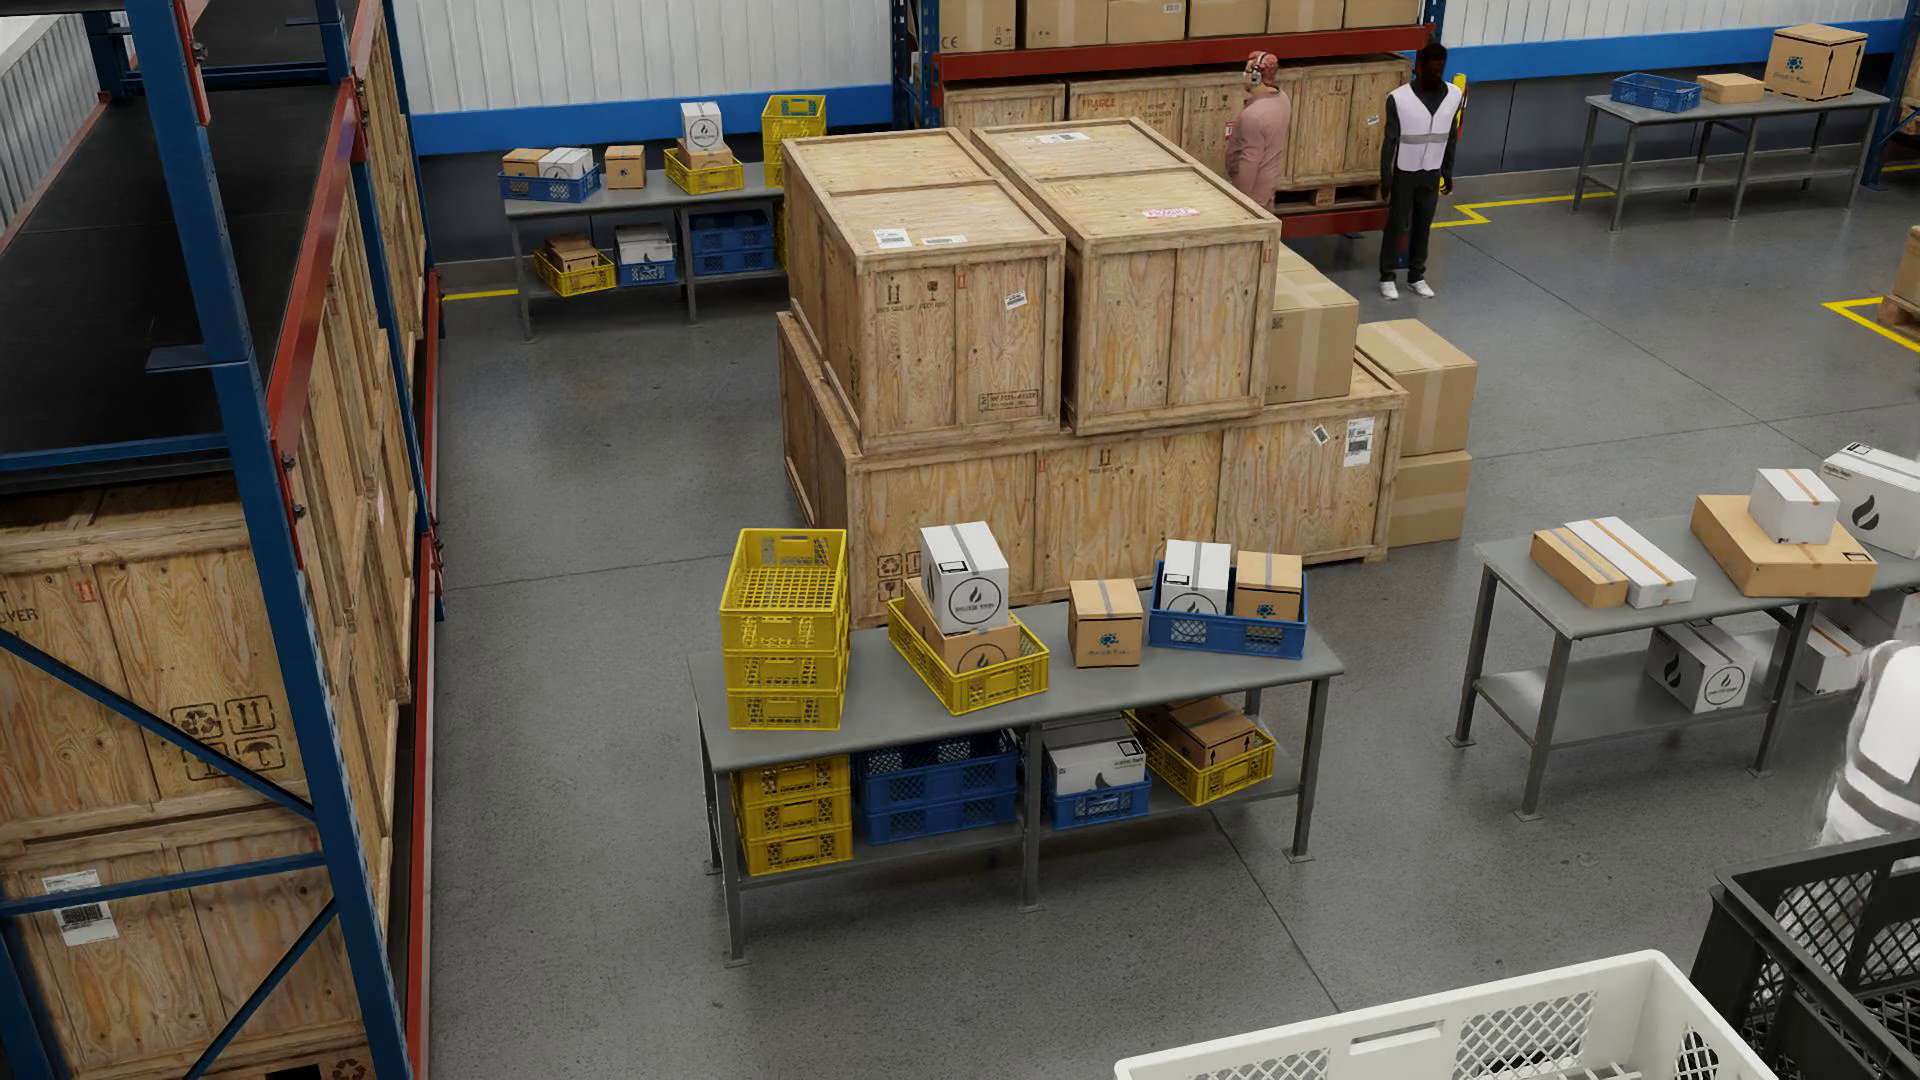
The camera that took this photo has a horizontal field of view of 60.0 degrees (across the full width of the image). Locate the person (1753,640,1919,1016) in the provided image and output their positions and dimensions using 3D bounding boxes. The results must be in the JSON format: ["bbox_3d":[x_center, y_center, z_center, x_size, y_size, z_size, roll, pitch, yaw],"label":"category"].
[{"bbox_3d":[3.197,0.977,5.692,0.880,1.836,0.599,-8,30,-15],"label":"person"}]

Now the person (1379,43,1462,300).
[{"bbox_3d":[3.388,-2.740,12.383,0.599,1.908,0.404,-7,30,-13],"label":"person"}]

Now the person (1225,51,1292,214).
[{"bbox_3d":[2.111,-2.574,12.077,0.408,1.906,0.652,15,32,25],"label":"person"}]
